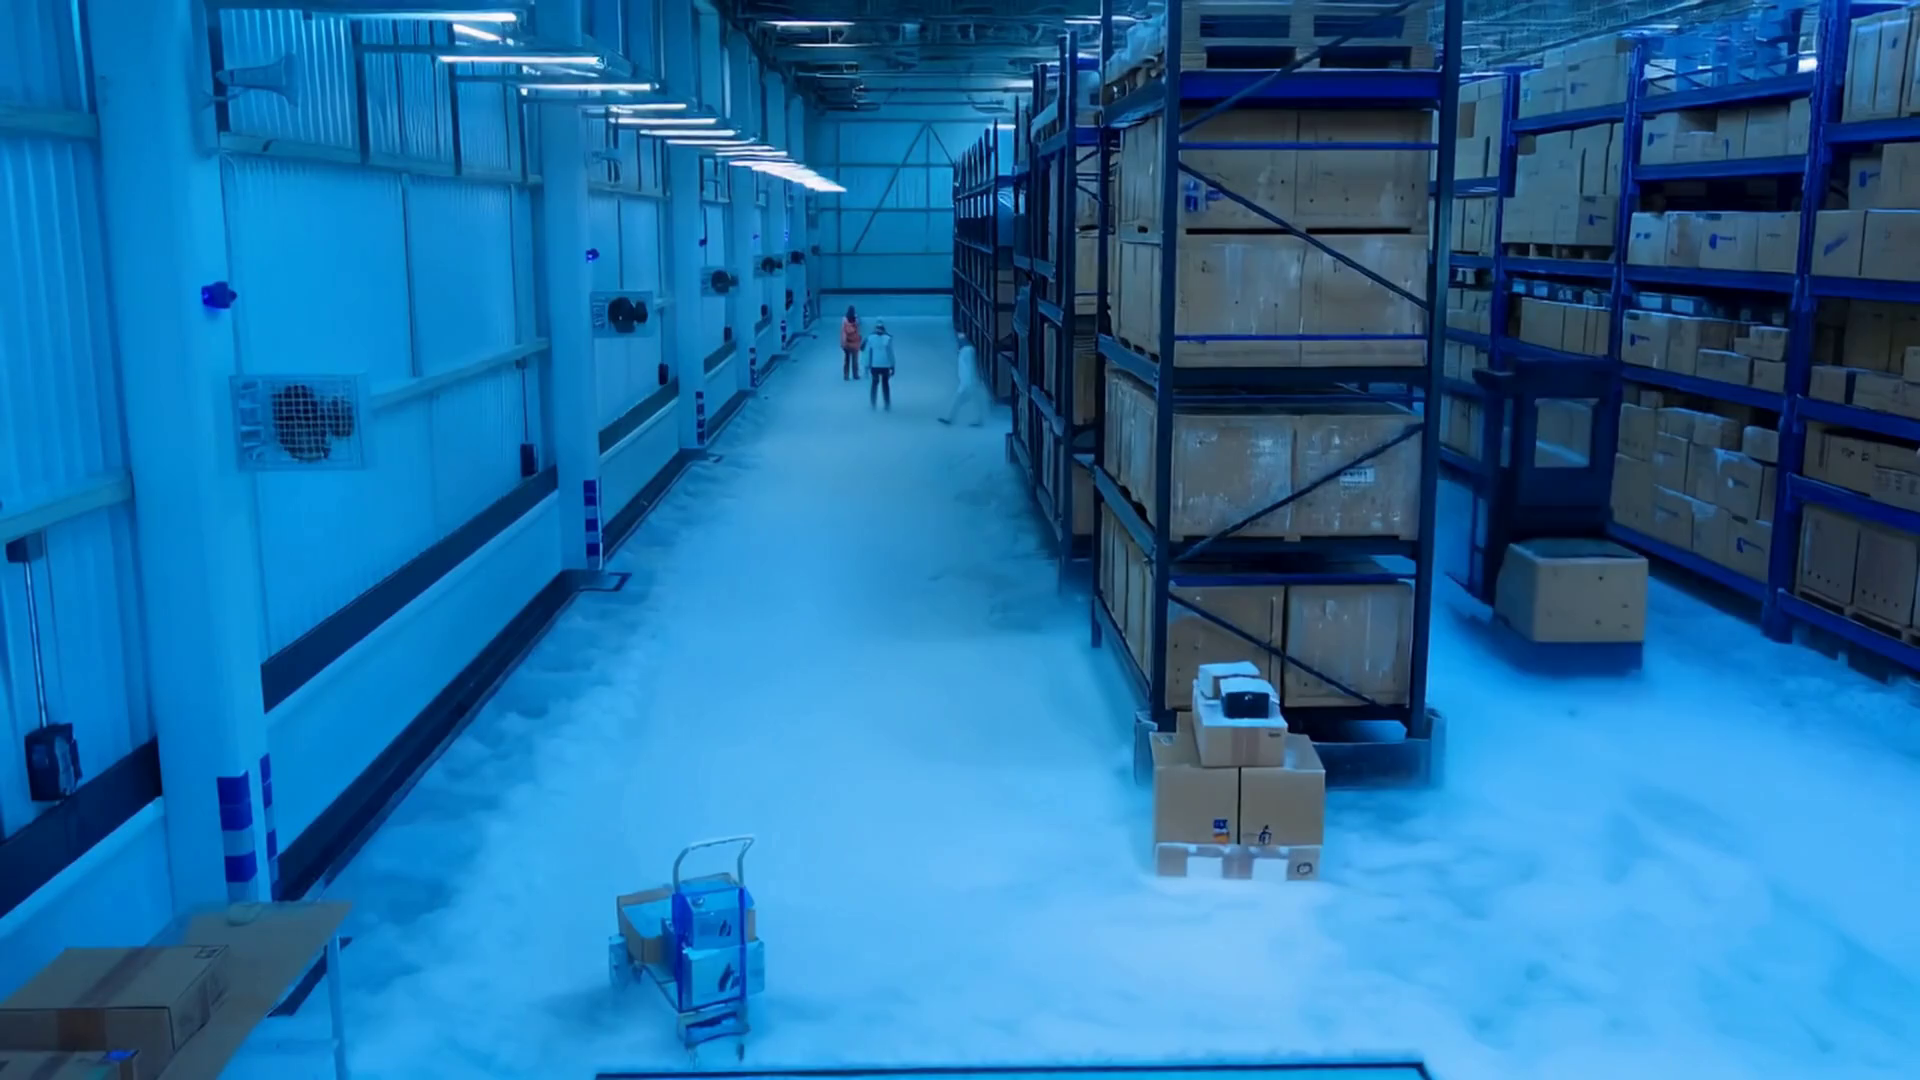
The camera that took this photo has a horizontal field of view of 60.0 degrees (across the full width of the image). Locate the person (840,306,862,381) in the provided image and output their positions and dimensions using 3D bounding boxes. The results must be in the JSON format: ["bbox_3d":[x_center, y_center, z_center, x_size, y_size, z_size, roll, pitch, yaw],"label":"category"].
[{"bbox_3d":[-2.795,-5.025,42.533,0.590,1.910,0.387,-8,13,-36],"label":"person"}]

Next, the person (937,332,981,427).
[{"bbox_3d":[-0.011,-3.169,32.966,0.932,1.863,0.674,0,11,-2],"label":"person"}]

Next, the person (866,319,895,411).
[{"bbox_3d":[-1.699,-3.747,35.691,0.621,1.986,0.409,-3,11,-15],"label":"person"}]

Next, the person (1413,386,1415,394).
[{"bbox_3d":[10.599,-4.302,38.936,0.571,1.840,0.374,-3,11,-17],"label":"person"}]

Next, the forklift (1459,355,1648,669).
[{"bbox_3d":[5.614,-0.337,15.602,1.129,2.768,1.873,0,11,-2],"label":"forklift"}]
